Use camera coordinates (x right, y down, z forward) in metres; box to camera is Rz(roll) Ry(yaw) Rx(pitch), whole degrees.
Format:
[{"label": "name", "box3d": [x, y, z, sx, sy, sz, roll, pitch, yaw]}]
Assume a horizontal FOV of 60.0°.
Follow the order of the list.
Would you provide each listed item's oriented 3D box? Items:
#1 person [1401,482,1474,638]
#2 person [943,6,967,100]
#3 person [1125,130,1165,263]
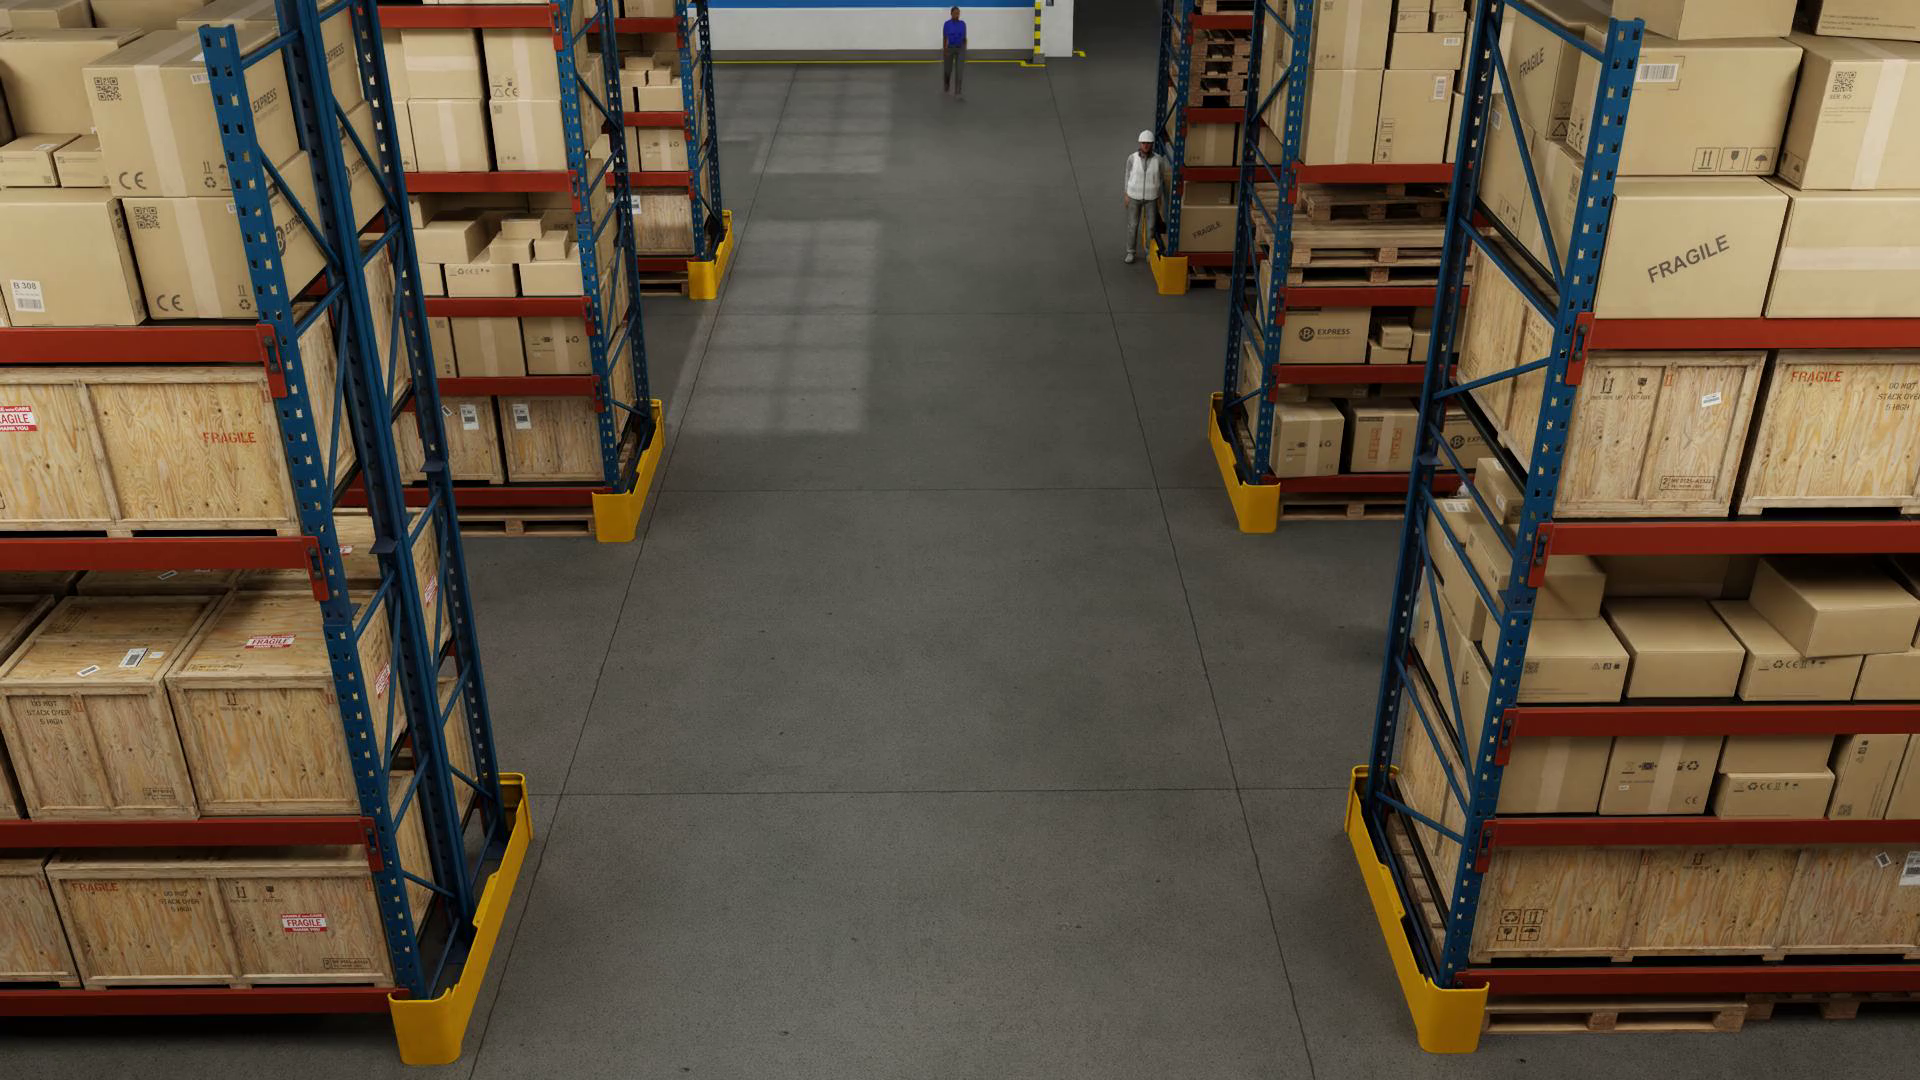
[{"label": "person", "box3d": [4.077, 0.275, 13.490, 0.904, 1.628, 0.487, 13, 31, 23]}, {"label": "person", "box3d": [-0.096, -9.051, 30.838, 0.453, 1.659, 0.547, -4, 29, -8]}, {"label": "person", "box3d": [2.494, -4.652, 22.554, 0.528, 1.773, 0.394, 2, 28, 4]}]
